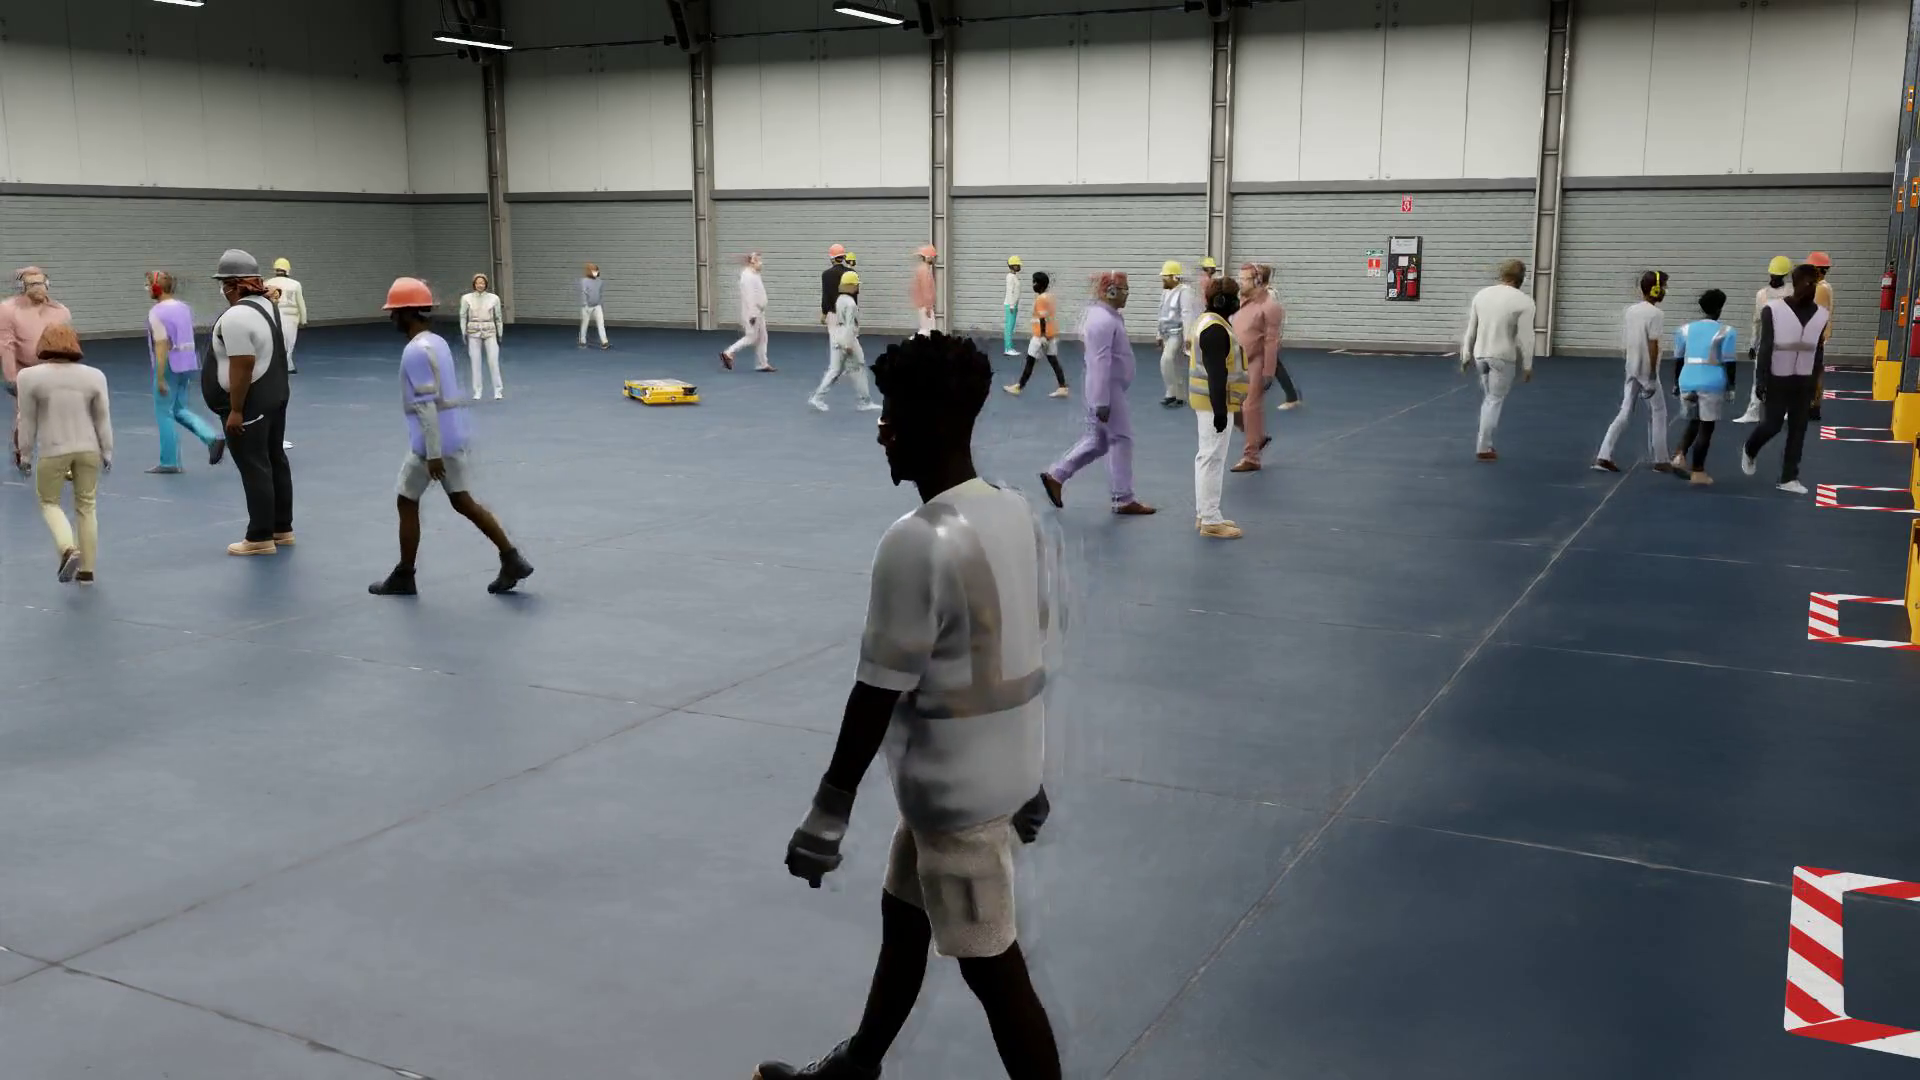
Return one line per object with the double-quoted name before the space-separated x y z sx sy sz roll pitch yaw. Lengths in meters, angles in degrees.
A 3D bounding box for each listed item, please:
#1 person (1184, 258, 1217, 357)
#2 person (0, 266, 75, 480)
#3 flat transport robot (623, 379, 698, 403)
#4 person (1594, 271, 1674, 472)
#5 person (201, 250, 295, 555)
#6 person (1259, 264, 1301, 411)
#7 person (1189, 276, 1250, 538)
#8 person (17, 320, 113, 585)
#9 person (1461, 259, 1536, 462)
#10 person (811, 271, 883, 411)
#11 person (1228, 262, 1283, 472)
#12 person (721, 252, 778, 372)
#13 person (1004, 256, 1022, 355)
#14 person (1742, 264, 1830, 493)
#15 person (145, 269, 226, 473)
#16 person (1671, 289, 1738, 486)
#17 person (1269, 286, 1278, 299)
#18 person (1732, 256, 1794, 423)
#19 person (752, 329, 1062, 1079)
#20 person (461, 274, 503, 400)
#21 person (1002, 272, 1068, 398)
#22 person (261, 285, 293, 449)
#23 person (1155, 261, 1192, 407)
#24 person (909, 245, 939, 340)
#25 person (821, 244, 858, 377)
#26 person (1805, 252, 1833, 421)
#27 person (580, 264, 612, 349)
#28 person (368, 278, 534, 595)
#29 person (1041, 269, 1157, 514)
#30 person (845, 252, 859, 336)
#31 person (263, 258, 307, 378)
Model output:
"person" 4.331 -4.039 29.019 0.908 1.725 0.541 7 13 34
"person" -8.101 -1.468 14.608 0.837 1.872 0.631 10 14 43
"flat transport robot" -3.889 -1.937 21.526 0.652 0.197 1.431 -5 11 -23
"person" 6.108 -1.486 14.921 0.883 1.845 0.527 -4 11 -19
"person" -4.803 -0.925 11.179 0.536 2.000 0.688 0 10 1
"person" 3.706 -2.452 20.200 1.013 1.790 0.524 -1 10 -7
"person" 1.841 -0.945 11.831 0.429 1.844 0.625 1 10 4
"person" -5.405 -0.515 10.073 0.528 1.617 0.396 -9 13 -39
"person" 5.098 -1.682 15.672 0.623 1.906 0.664 -7 13 -35
"person" -1.404 -2.415 20.212 0.847 1.708 0.488 -5 12 -26
"person" 2.646 -1.562 15.069 0.483 1.894 0.648 -7 12 -33
"person" -3.282 -3.537 25.881 0.771 1.881 0.647 1 10 3
"person" 0.952 -4.176 29.651 0.321 1.769 0.523 2 11 11
"person" 6.896 -1.363 13.941 0.610 1.898 0.635 -1 10 -6
"person" -7.007 -1.498 14.862 0.603 1.832 0.576 1 10 4
"person" 6.337 -1.294 14.163 0.360 1.673 0.567 -6 12 -30
"person" 4.615 -3.329 25.486 0.530 1.591 0.843 4 11 22
"person" 9.195 -2.243 18.731 0.617 1.901 0.630 -4 11 -21
"person" -0.112 0.513 3.648 0.969 1.922 0.630 4 11 19
"person" -6.221 -2.645 21.664 0.522 1.638 0.336 -2 11 -12
"person" 1.022 -2.673 21.762 0.885 1.642 0.550 3 11 15
"person" -6.905 -1.731 16.674 0.313 1.637 0.513 -4 11 -20
"person" 2.569 -2.530 20.548 0.587 1.808 0.630 -4 11 -18
"person" -0.615 -3.827 27.192 0.677 1.971 0.628 0 10 0
"person" -1.819 -3.439 25.003 0.609 1.997 0.374 -7 13 -35
"person" 9.834 -2.344 19.196 0.371 1.935 0.551 5 12 27
"person" -6.880 -4.368 31.193 0.513 1.586 0.879 -9 14 -42
"person" -3.024 -0.596 9.805 0.961 1.897 0.556 1 10 3
"person" 1.066 -1.125 12.720 0.824 1.879 0.649 1 10 3
"person" -2.296 -5.150 34.966 0.313 1.769 0.525 1 10 8
"person" -10.150 -3.329 24.968 0.606 1.800 0.892 0 10 0
